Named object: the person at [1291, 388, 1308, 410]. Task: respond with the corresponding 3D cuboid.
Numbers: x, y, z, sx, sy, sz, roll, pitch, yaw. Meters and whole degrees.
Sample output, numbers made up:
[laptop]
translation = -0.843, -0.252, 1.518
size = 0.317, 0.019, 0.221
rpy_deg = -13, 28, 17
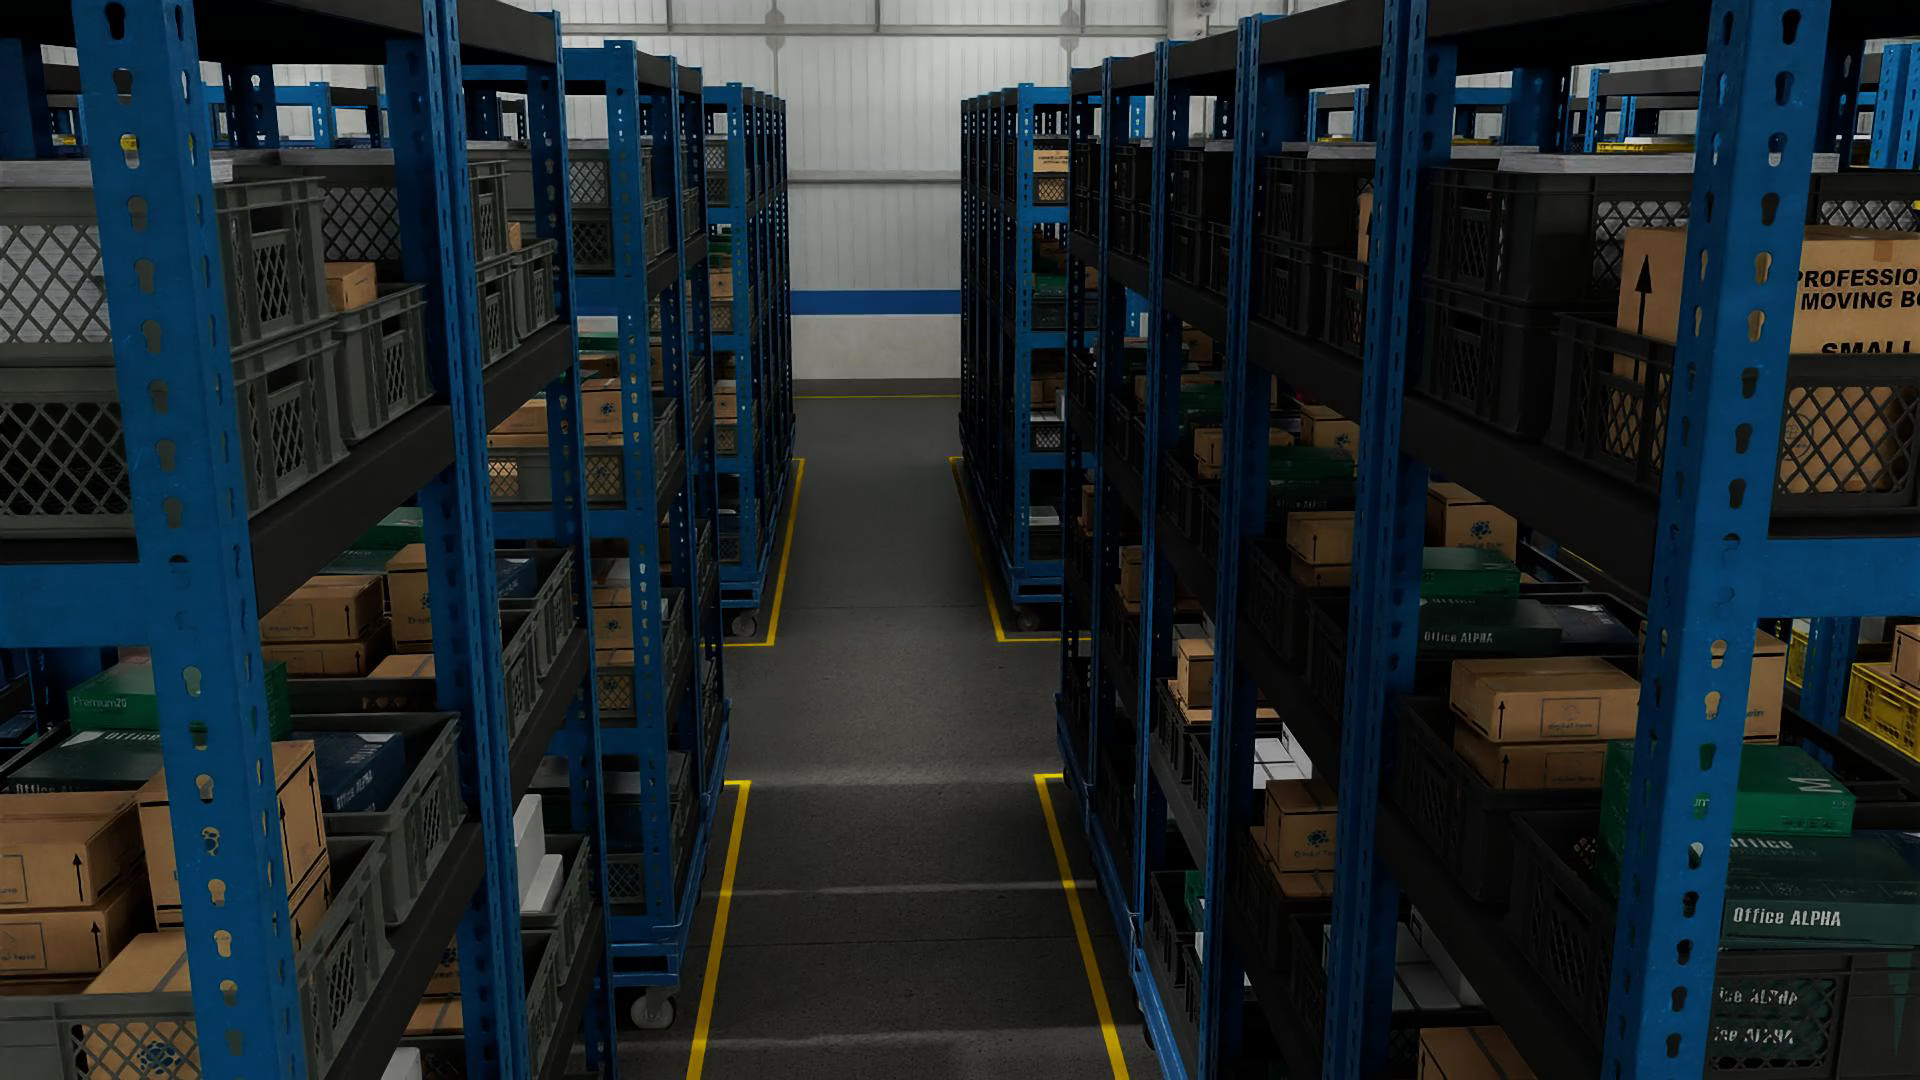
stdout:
[person]
translation = 2.051, -0.123, 10.473
size = 0.578, 1.821, 0.614
rpy_deg = -2, 14, -7
